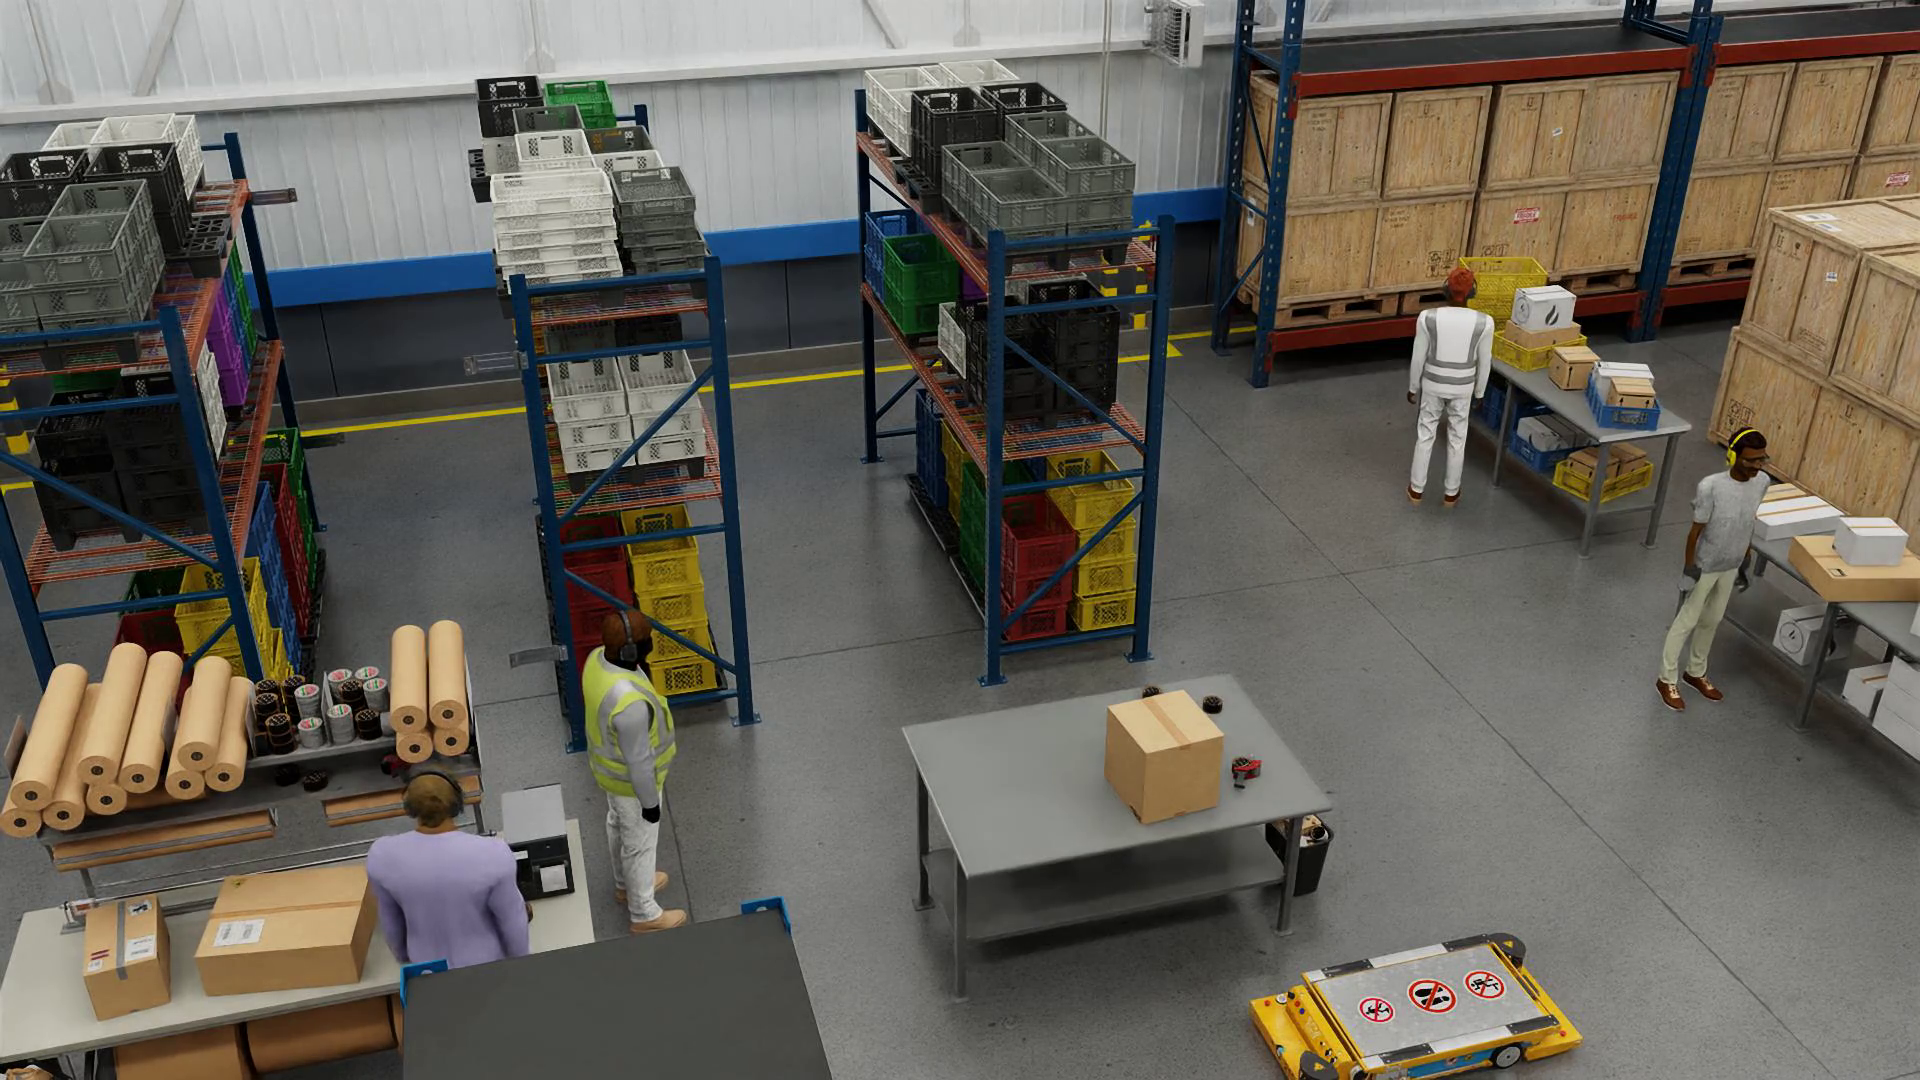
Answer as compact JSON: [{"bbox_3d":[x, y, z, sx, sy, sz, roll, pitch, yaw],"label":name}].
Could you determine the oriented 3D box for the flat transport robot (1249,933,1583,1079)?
[{"bbox_3d":[2.184,2.282,7.980,1.431,0.197,0.652,-8,30,-14],"label":"flat transport robot"}]

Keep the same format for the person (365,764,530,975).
[{"bbox_3d":[-2.147,1.795,7.160,0.629,1.932,0.371,1,29,2],"label":"person"}]

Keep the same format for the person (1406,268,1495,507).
[{"bbox_3d":[3.674,-1.144,12.548,0.573,1.887,0.354,8,30,14],"label":"person"}]

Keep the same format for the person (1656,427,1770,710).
[{"bbox_3d":[4.640,0.171,10.174,0.518,1.872,0.326,-10,30,-17],"label":"person"}]

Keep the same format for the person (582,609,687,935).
[{"bbox_3d":[-1.642,1.165,8.409,0.431,1.837,0.629,-13,32,-23],"label":"person"}]
